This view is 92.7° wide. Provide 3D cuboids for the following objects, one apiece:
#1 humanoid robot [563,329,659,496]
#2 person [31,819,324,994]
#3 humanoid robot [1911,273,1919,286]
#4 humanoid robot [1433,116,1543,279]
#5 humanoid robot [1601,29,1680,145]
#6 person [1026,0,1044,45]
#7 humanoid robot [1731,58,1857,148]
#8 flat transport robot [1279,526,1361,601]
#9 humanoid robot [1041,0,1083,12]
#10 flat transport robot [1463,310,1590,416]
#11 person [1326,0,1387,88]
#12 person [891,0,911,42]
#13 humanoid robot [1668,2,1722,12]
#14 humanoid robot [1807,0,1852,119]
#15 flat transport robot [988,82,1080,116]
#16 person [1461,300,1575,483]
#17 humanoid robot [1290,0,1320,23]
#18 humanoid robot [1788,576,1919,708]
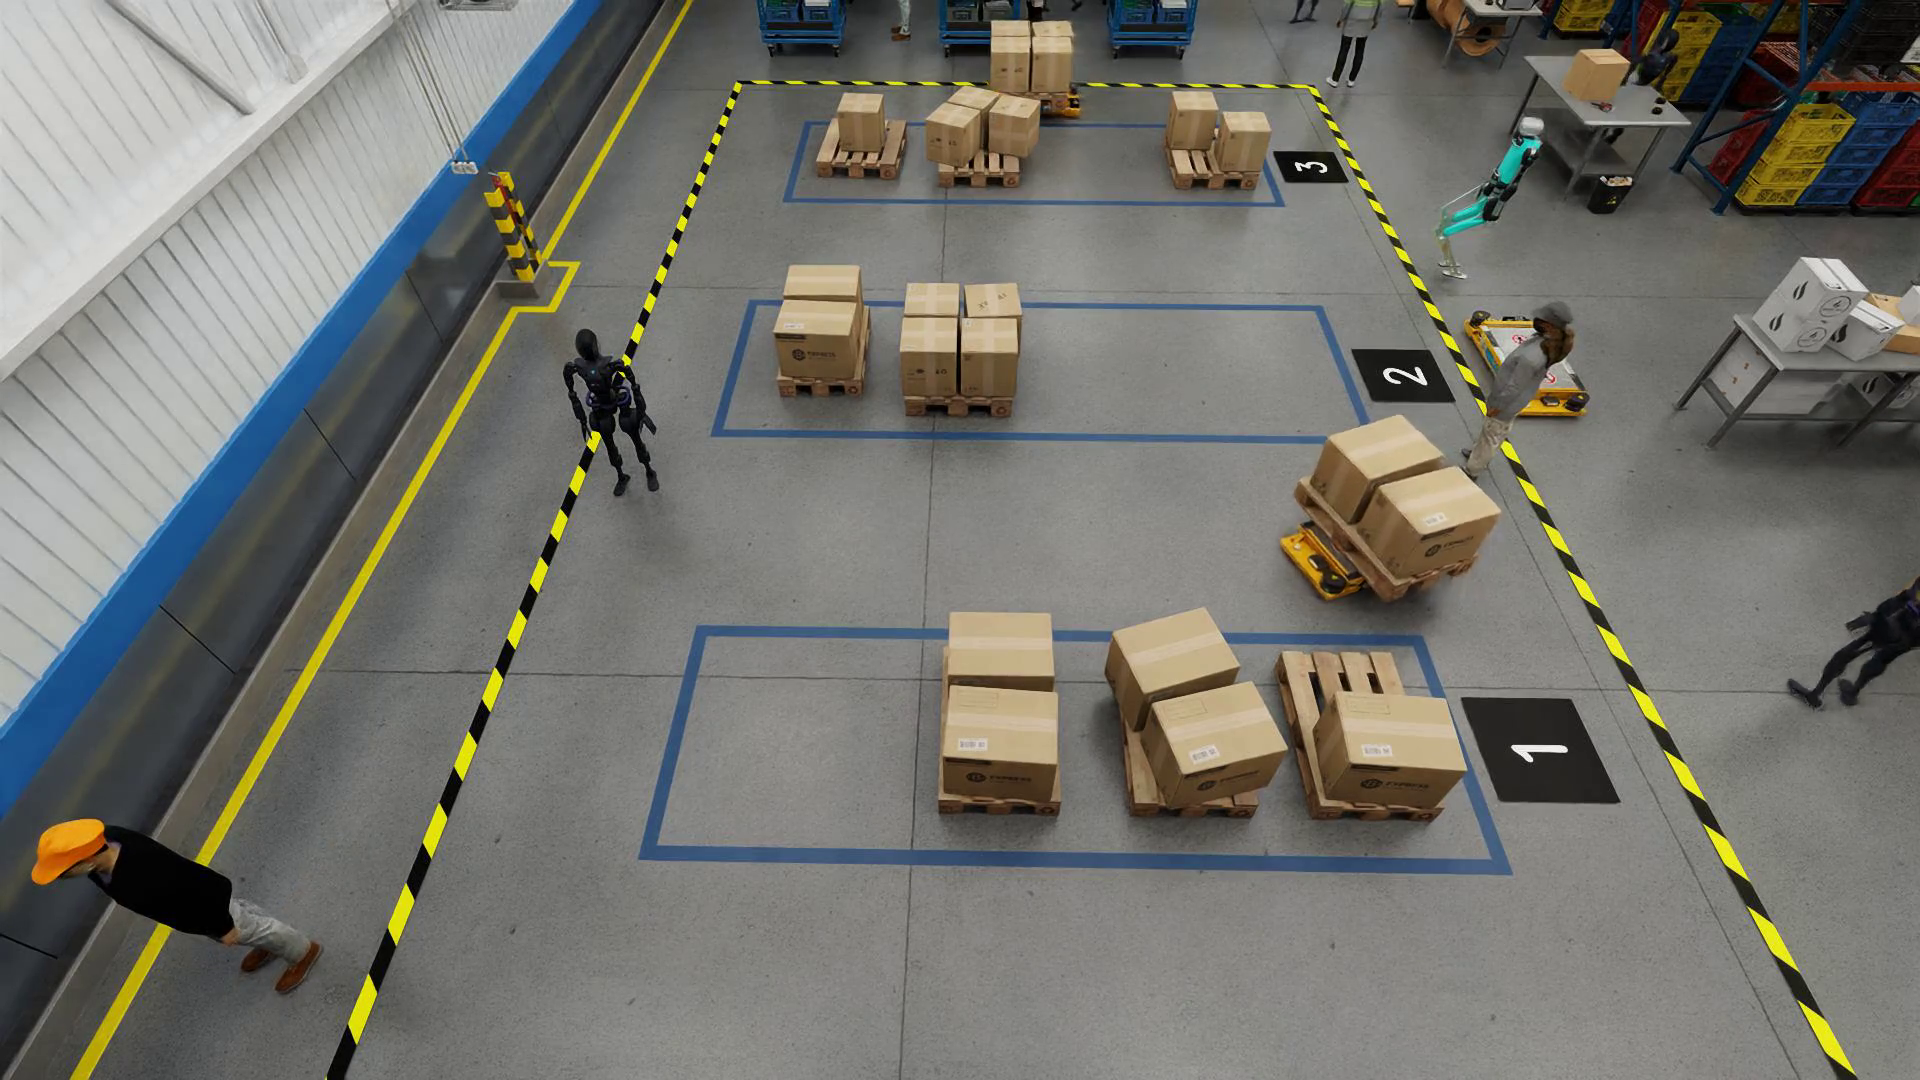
[{"bbox_3d":[-2.819,-1.021,7.477,0.599,1.655,0.315,-6,49,-5],"label":"humanoid robot"},{"bbox_3d":[-4.036,1.924,4.800,0.589,1.882,0.380,21,52,17],"label":"person"},{"bbox_3d":[10.569,-3.351,9.396,0.532,1.693,0.731,5,49,4],"label":"humanoid robot"},{"bbox_3d":[5.366,-3.556,9.554,0.735,1.673,0.533,8,50,7],"label":"humanoid robot"},{"bbox_3d":[8.316,-5.473,11.348,0.615,1.640,0.426,-3,49,-2],"label":"humanoid robot"},{"bbox_3d":[1.099,-8.361,13.649,0.363,1.964,0.610,-14,51,-12],"label":"person"},{"bbox_3d":[10.421,-5.585,11.427,0.916,1.799,0.532,-2,49,-1],"label":"humanoid robot"},{"bbox_3d":[3.424,-0.003,7.518,1.431,0.197,0.652,-17,51,-14],"label":"flat transport robot"},{"bbox_3d":[1.647,-9.375,14.762,0.779,1.645,0.603,-10,50,-9],"label":"humanoid robot"},{"bbox_3d":[5.573,-1.757,9.054,0.659,0.231,1.431,1,49,1],"label":"flat transport robot"},{"bbox_3d":[5.593,-7.338,12.838,0.589,1.851,0.401,2,49,2],"label":"person"},{"bbox_3d":[-0.925,-8.668,13.936,0.372,1.933,0.626,0,49,0],"label":"person"},{"bbox_3d":[10.952,-8.037,13.511,0.977,1.740,0.549,1,49,1],"label":"humanoid robot"},{"bbox_3d":[11.336,-6.111,11.763,0.735,1.676,0.533,16,51,13],"label":"humanoid robot"},{"bbox_3d":[0.957,-6.217,12.896,1.431,0.197,0.652,1,49,1],"label":"flat transport robot"},{"bbox_3d":[4.565,-1.194,7.573,0.401,1.768,0.574,37,58,27],"label":"person"},{"bbox_3d":[5.599,-9.084,14.468,0.430,1.649,0.602,-20,52,-17],"label":"humanoid robot"},{"bbox_3d":[6.390,0.556,6.124,0.631,1.628,0.414,4,49,3],"label":"humanoid robot"}]
